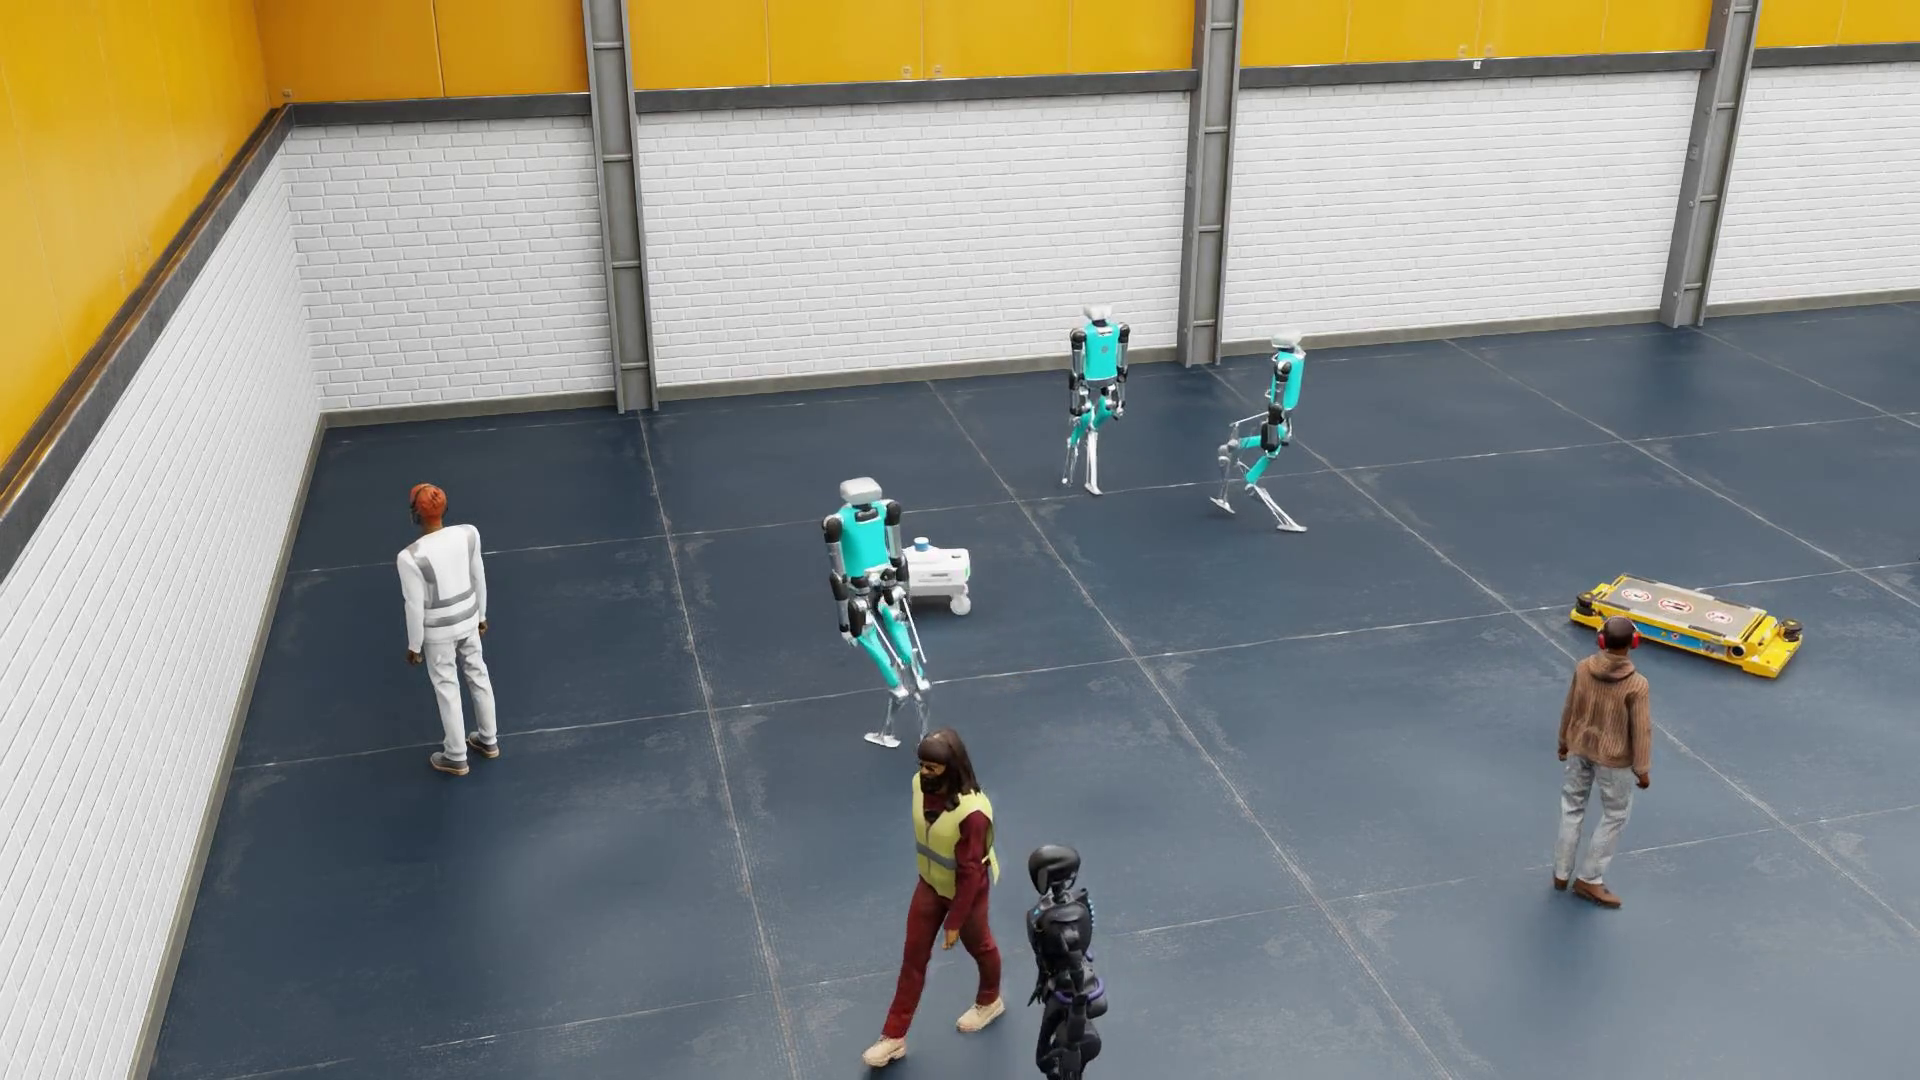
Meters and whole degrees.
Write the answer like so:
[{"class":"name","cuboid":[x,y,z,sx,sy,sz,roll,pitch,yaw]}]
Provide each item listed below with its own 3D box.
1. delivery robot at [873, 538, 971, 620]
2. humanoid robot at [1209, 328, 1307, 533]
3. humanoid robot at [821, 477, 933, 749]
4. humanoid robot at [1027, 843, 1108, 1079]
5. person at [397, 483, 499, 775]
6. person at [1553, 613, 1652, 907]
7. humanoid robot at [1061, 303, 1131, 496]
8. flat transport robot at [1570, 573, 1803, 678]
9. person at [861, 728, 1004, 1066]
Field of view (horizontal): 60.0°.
[{"class":"delivery robot","cuboid":[-0.305,0.282,12.386,0.814,0.612,0.499,-2,24,-3]},{"class":"humanoid robot","cuboid":[2.394,-0.899,13.643,1.037,1.773,0.545,11,26,23]},{"class":"humanoid robot","cuboid":[-0.429,0.544,10.321,0.599,1.785,0.821,-14,27,-29]},{"class":"humanoid robot","cuboid":[0.465,1.992,7.110,0.368,1.647,0.594,-5,24,-11]},{"class":"person","cuboid":[-3.119,0.542,10.129,0.355,1.883,0.572,17,29,34]},{"class":"person","cuboid":[3.468,1.180,8.975,0.334,1.632,0.531,-20,31,-38]},{"class":"humanoid robot","cuboid":[1.085,-1.175,14.336,0.542,1.899,0.754,-9,25,-19]},{"class":"flat transport robot","cuboid":[5.240,0.594,12.010,1.431,0.231,0.659,18,30,35]},{"class":"person","cuboid":[-0.095,1.674,7.749,0.480,1.728,0.892,19,30,37]}]
